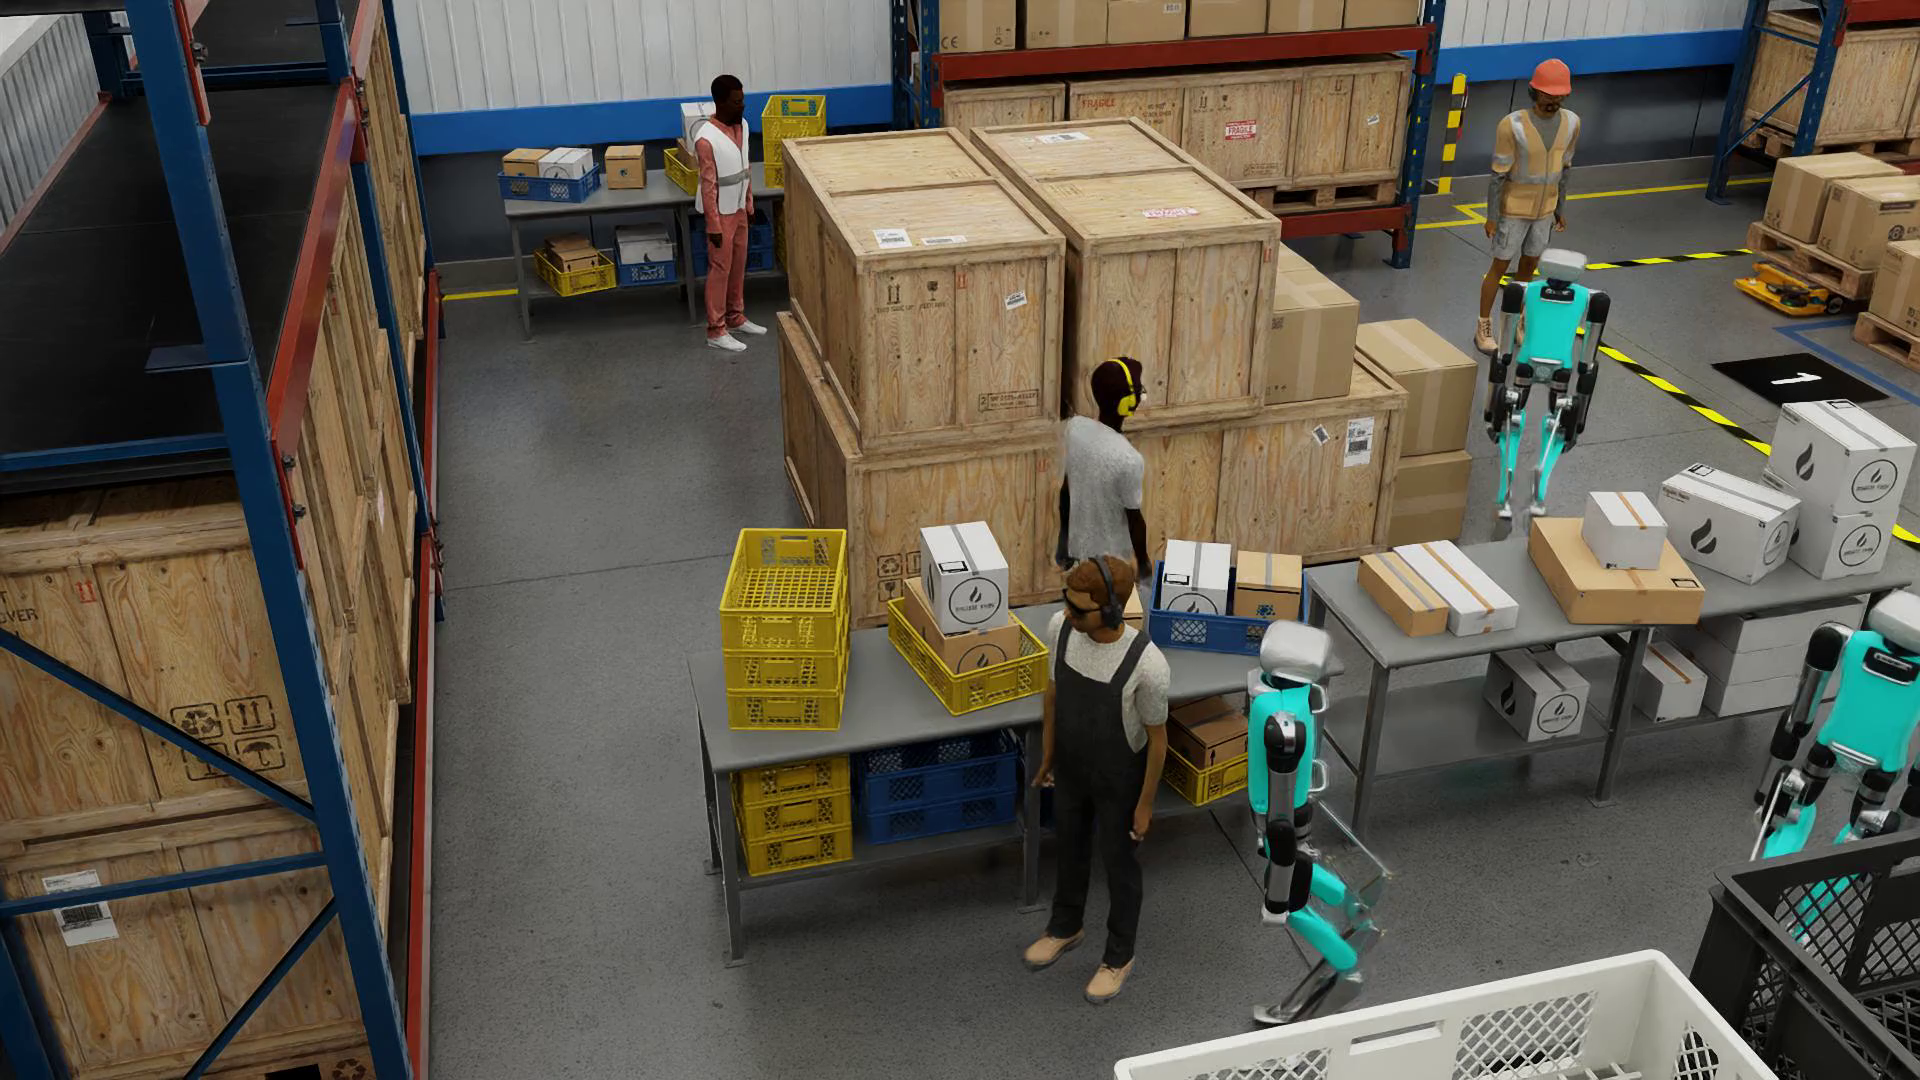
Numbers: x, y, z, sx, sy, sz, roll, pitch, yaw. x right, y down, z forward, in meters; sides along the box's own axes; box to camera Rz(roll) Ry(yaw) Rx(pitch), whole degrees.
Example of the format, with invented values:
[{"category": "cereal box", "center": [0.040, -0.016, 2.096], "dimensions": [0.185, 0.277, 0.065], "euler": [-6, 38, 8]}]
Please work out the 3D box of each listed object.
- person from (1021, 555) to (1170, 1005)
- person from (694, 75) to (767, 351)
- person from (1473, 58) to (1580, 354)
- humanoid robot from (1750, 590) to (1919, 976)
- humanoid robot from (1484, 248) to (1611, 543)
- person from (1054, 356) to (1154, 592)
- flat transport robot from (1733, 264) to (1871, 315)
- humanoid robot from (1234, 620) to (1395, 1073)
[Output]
[{"category": "person", "center": [0.490, 0.852, 5.940], "dimensions": [0.504, 1.840, 0.344], "euler": [24, 37, 36]}, {"category": "person", "center": [-1.622, -2.271, 11.546], "dimensions": [0.393, 1.910, 0.585], "euler": [10, 30, 18]}, {"category": "person", "center": [3.899, -2.263, 11.388], "dimensions": [0.613, 2.040, 0.387], "euler": [-7, 30, -13]}, {"category": "humanoid robot", "center": [2.947, 1.060, 5.720], "dimensions": [0.558, 1.754, 1.043], "euler": [23, 36, 35]}, {"category": "humanoid robot", "center": [2.970, -0.518, 8.627], "dimensions": [0.531, 1.860, 0.803], "euler": [9, 30, 16]}, {"category": "person", "center": [0.673, 0.062, 7.359], "dimensions": [0.398, 1.855, 0.521], "euler": [-14, 32, -24]}, {"category": "flat transport robot", "center": [6.729, -1.973, 12.670], "dimensions": [1.431, 0.197, 0.652], "euler": [-7, 30, -13]}, {"category": "humanoid robot", "center": [1.254, 1.068, 5.602], "dimensions": [0.682, 1.754, 0.546], "euler": [3, 29, 6]}]
